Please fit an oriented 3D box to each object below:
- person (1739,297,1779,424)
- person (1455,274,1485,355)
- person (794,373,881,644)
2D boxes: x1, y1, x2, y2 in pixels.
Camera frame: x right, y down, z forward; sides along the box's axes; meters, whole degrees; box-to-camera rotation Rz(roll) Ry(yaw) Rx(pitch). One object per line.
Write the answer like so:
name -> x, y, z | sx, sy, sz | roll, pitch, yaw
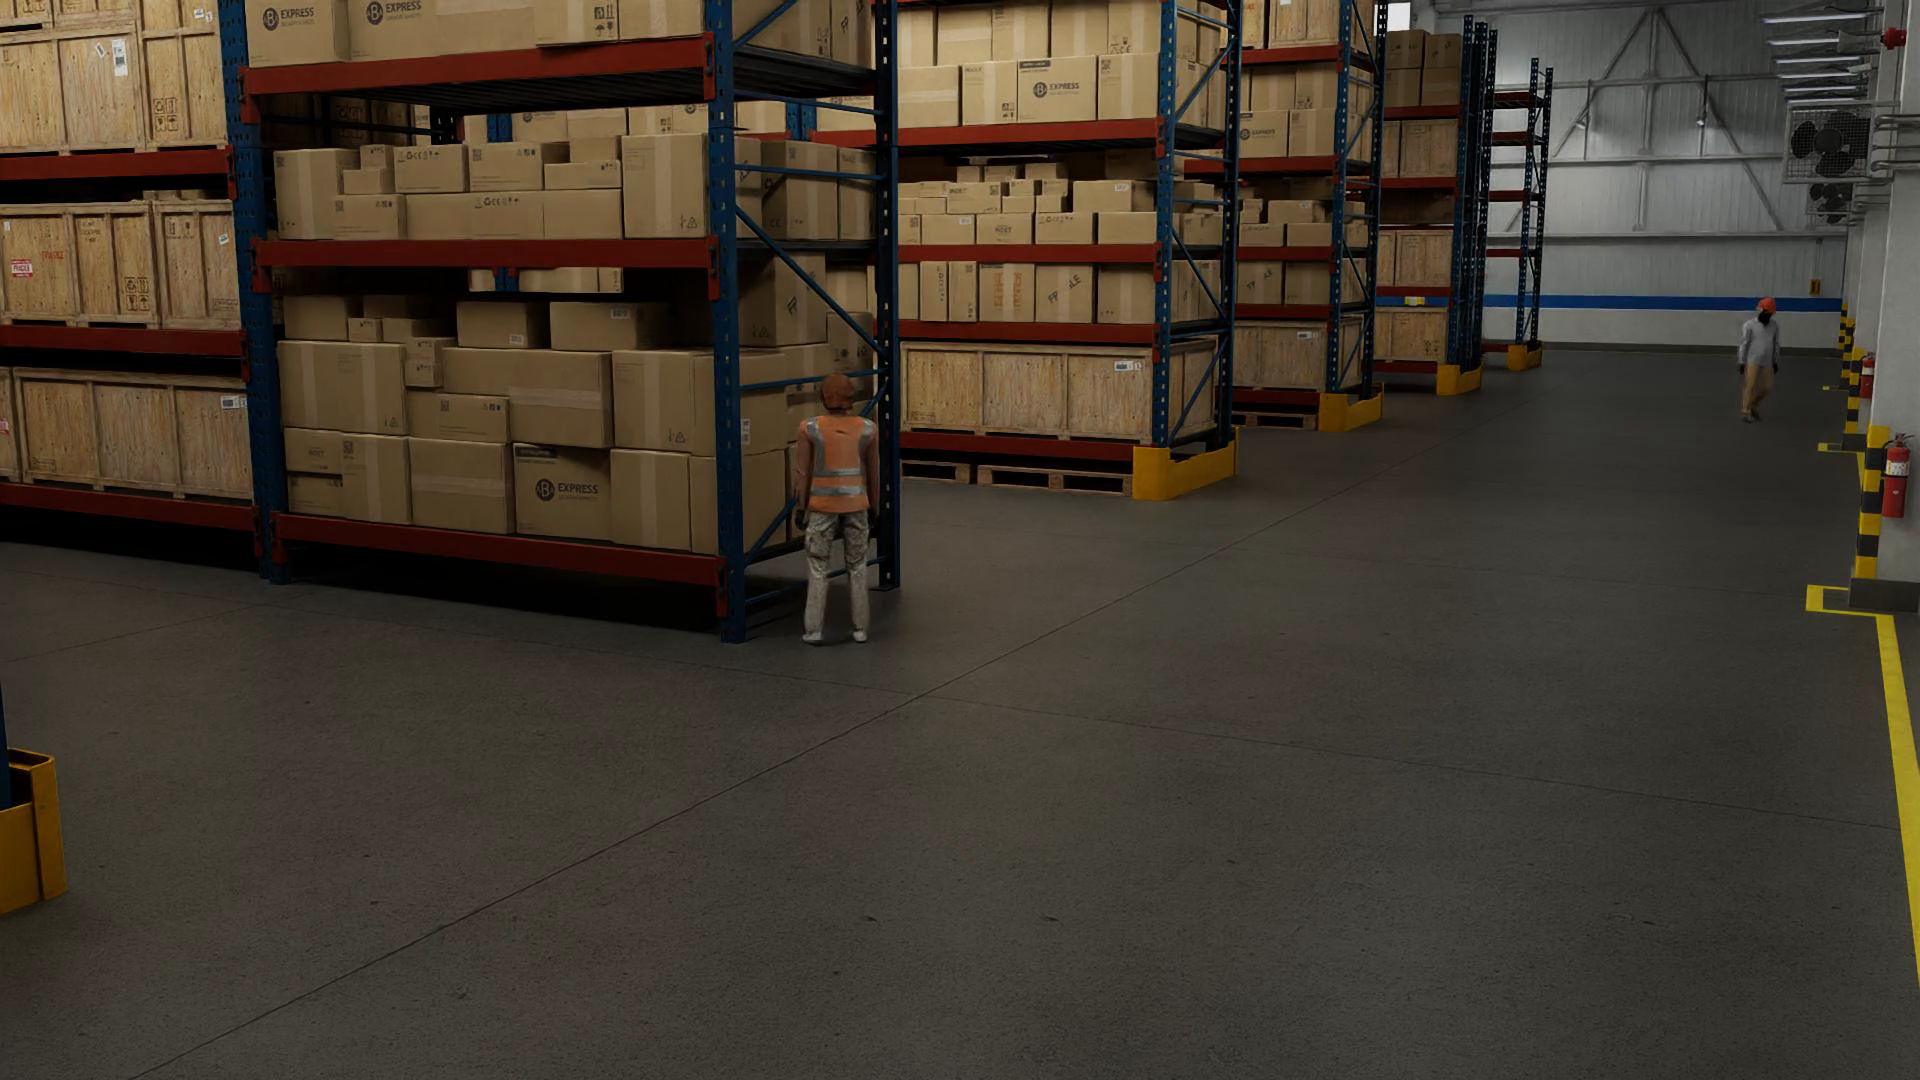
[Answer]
person -> 10.938, -2.459, 22.772 | 0.604, 1.733, 0.363 | -2, 10, -10
person -> 10.979, -4.858, 36.222 | 0.930, 1.912, 0.552 | 7, 12, 33
person -> -0.722, -0.177, 9.893 | 0.529, 1.624, 0.314 | -3, 10, -15
